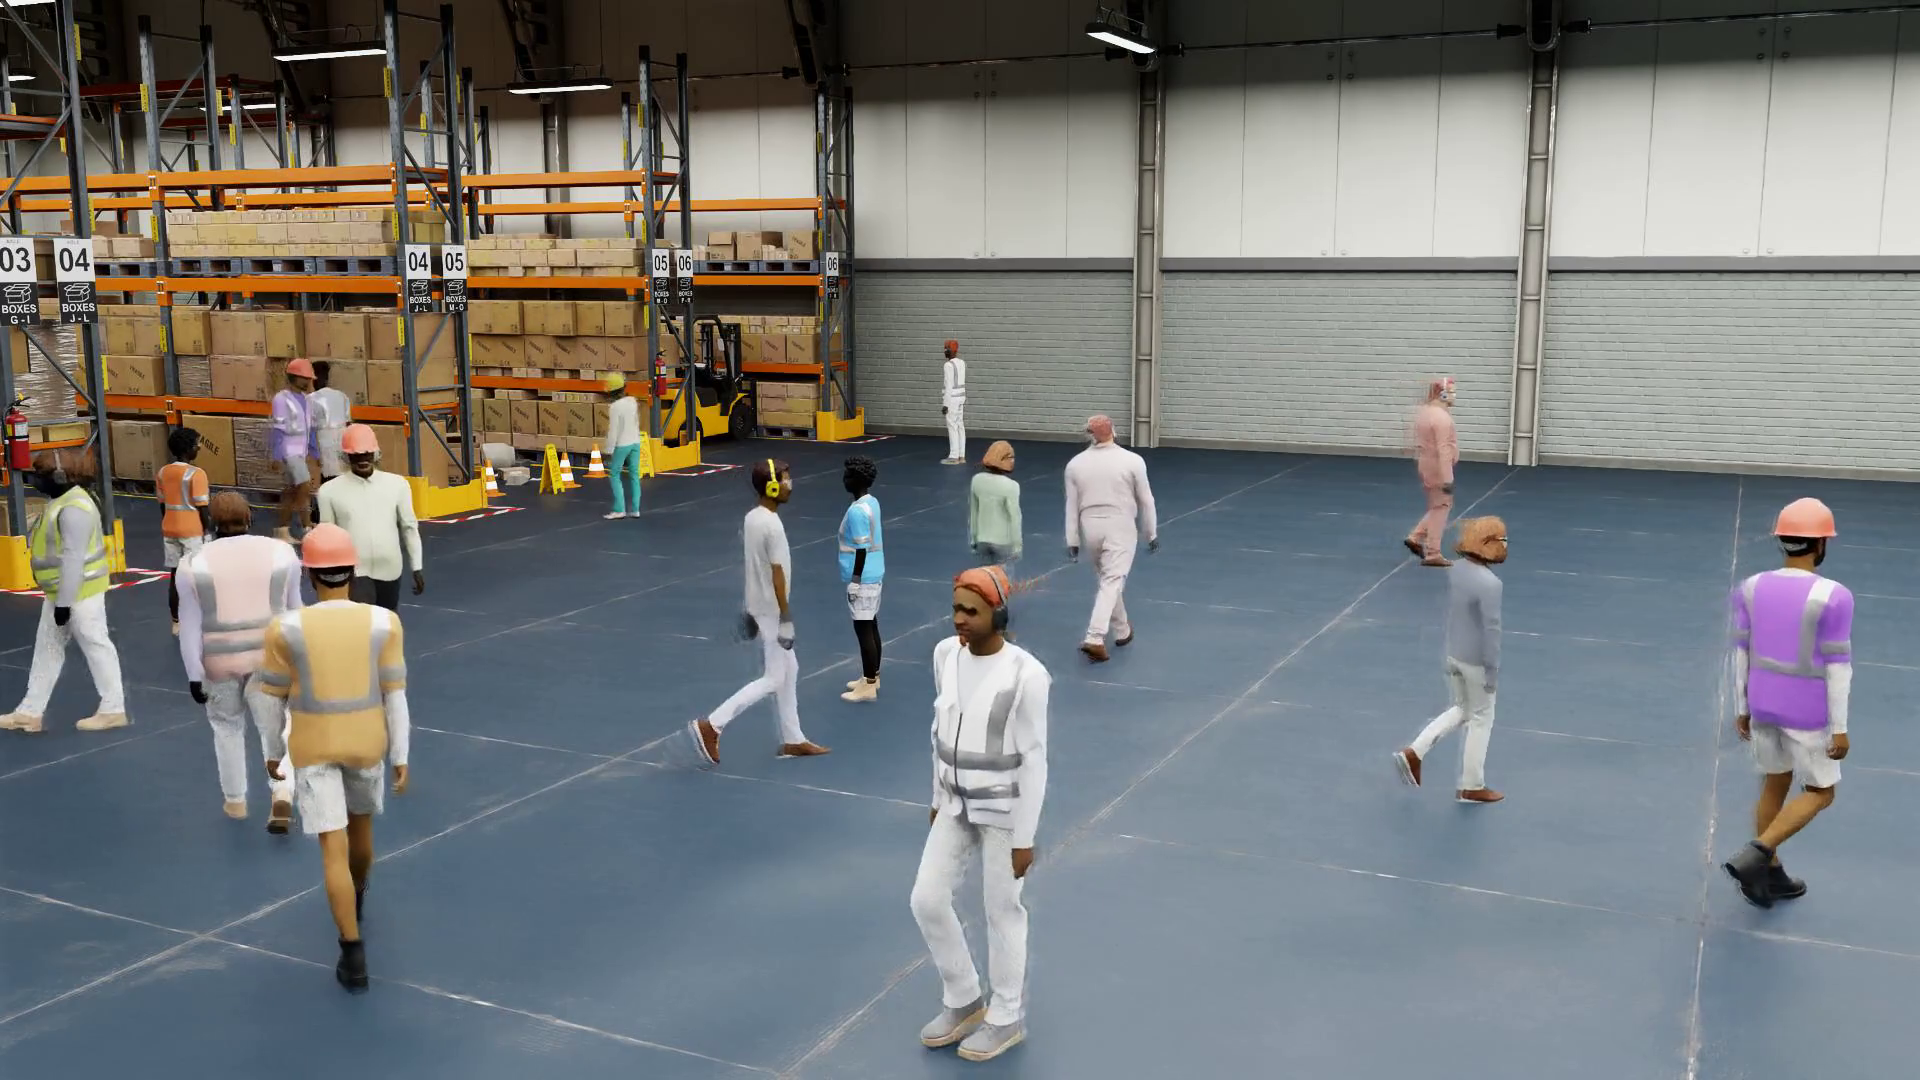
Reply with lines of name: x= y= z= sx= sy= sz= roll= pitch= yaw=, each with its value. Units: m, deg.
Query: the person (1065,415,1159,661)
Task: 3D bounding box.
person: x=1.121 y=-0.033 z=12.722 sx=0.662 sy=1.844 sz=1.004 roll=6 pitch=11 yaw=31

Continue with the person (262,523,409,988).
person: x=-2.664 y=0.861 z=7.105 sx=0.556 sy=1.875 sz=1.033 roll=-5 pitch=11 yaw=-29

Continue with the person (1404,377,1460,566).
person: x=4.756 y=-0.670 z=16.478 sx=0.433 sy=1.888 sz=0.665 roll=0 pitch=9 yaw=1

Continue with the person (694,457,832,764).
person: x=-1.176 y=0.432 z=9.868 sx=0.782 sy=1.852 sz=0.523 roll=-3 pitch=10 yaw=-18

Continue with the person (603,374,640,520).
person: x=-3.958 y=-1.093 z=19.621 sx=0.307 sy=1.729 sz=0.552 roll=5 pitch=10 yaw=27

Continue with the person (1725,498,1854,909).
person: x=3.755 y=0.766 z=7.588 sx=0.554 sy=1.918 sz=0.562 roll=-5 pitch=10 yaw=-26

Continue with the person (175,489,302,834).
person: x=-3.739 y=0.637 z=8.714 sx=0.629 sy=1.819 sz=0.843 roll=-5 pitch=11 yaw=-30

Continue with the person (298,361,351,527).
person: x=-7.188 y=-1.038 z=18.656 sx=0.966 sy=1.907 sz=0.651 roll=3 pitch=10 yaw=17

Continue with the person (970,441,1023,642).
person: x=0.287 y=0.024 z=13.064 sx=0.515 sy=1.616 sz=0.393 roll=9 pitch=13 yaw=43

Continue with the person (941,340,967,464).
person: x=-0.097 y=-2.083 z=25.156 sx=0.337 sy=1.883 sz=0.584 roll=4 pitch=10 yaw=26

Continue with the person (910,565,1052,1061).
person: x=0.041 y=1.024 z=6.150 sx=0.499 sy=1.869 sz=0.611 roll=-9 pitch=13 yaw=-44

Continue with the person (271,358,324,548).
person: x=-6.910 y=-0.904 z=17.552 sx=0.831 sy=2.005 sz=0.633 roll=1 pitch=9 yaw=6

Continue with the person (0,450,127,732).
person: x=-5.742 y=0.348 z=10.465 sx=0.848 sy=1.811 sz=0.654 roll=-7 pitch=12 yaw=-37

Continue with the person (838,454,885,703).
person: x=-0.678 y=0.258 z=11.380 sx=0.315 sy=1.696 sz=0.541 roll=1 pitch=9 yaw=6

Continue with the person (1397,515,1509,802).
person: x=2.753 y=0.662 z=9.127 sx=0.506 sy=1.617 sz=0.521 roll=-2 pitch=9 yaw=-11

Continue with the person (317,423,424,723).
person: x=-3.958 y=0.174 z=11.152 sx=0.622 sy=1.950 sz=1.032 roll=-6 pitch=11 yaw=-32

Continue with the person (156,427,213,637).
person: x=-6.161 y=-0.050 z=13.269 sx=0.537 sy=1.696 sz=0.321 roll=5 pitch=10 yaw=27
